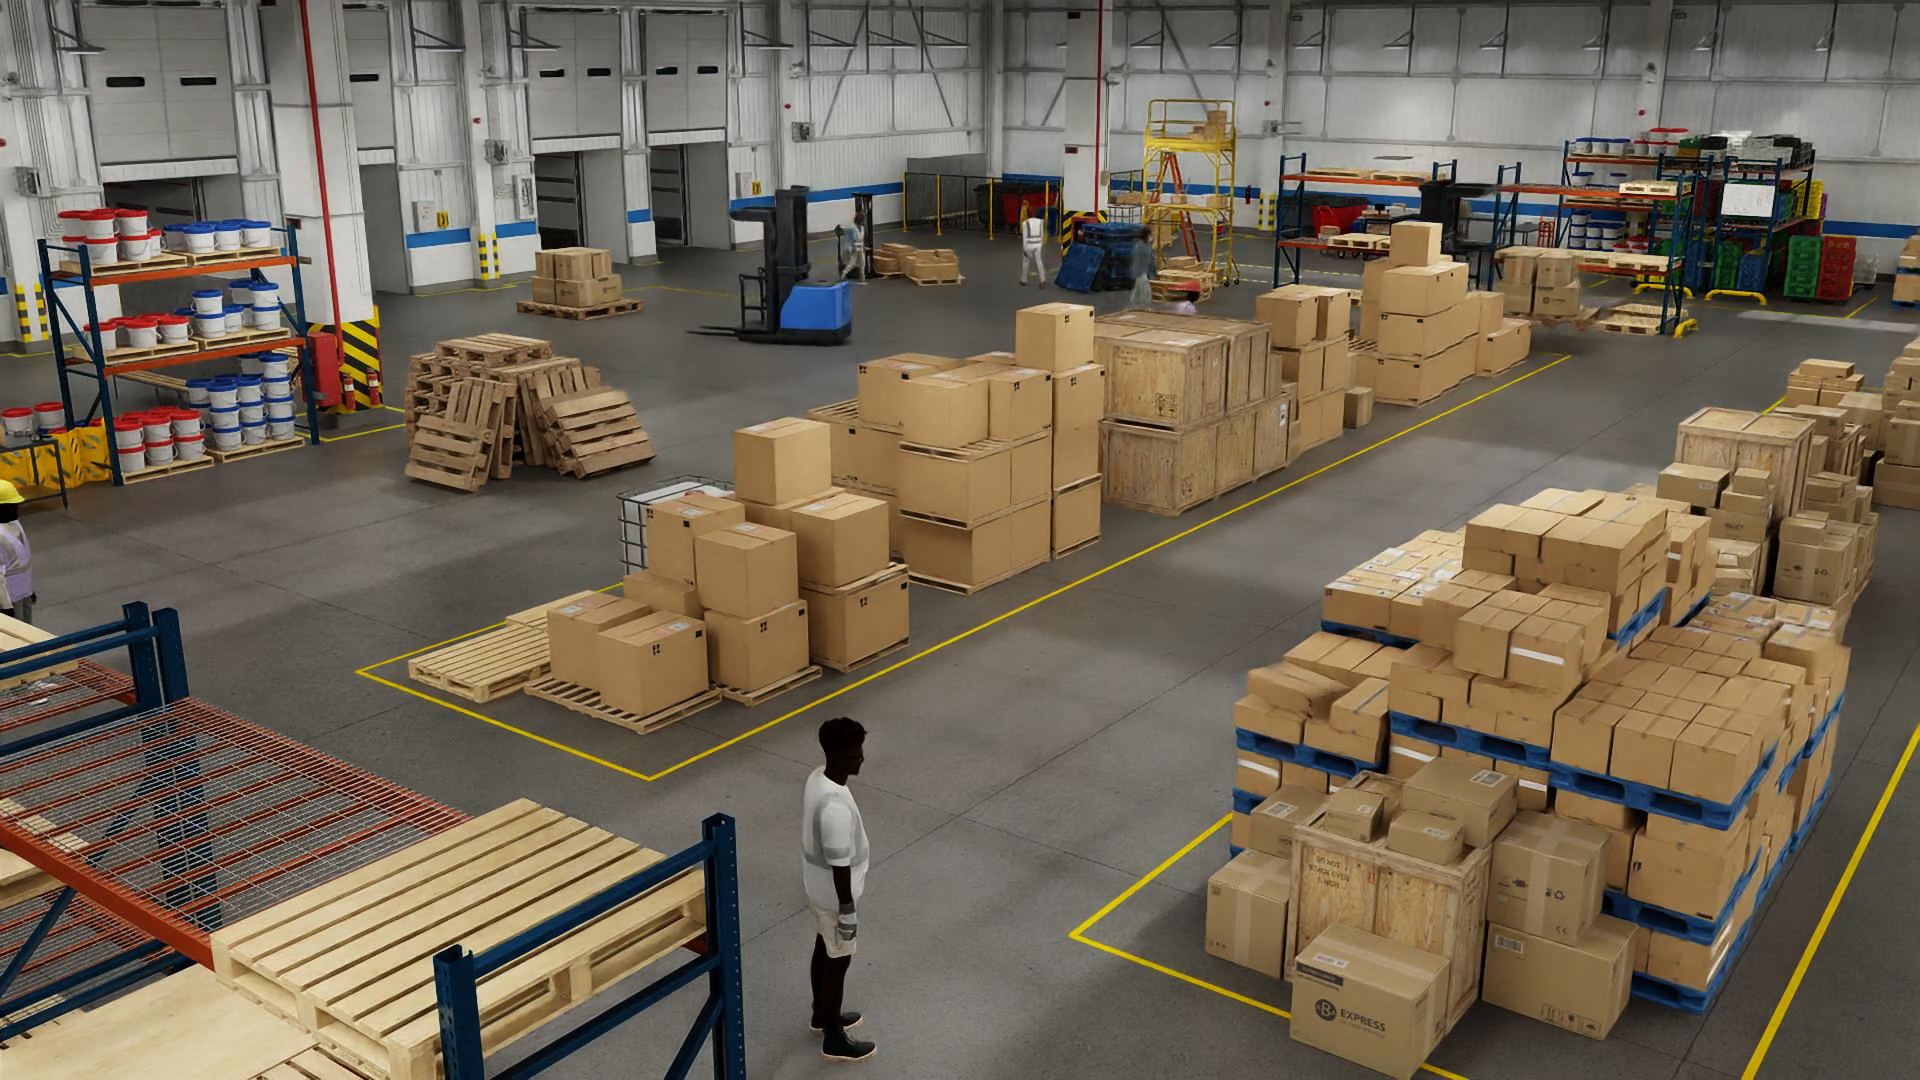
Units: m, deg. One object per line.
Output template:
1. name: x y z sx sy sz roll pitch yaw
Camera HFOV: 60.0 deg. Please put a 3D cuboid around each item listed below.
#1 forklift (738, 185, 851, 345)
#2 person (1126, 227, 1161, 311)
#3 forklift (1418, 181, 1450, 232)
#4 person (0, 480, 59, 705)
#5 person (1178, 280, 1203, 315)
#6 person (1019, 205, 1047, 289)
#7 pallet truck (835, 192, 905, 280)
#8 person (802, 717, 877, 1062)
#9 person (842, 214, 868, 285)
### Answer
1. forklift: -3.048 -5.083 30.605 1.873 2.768 1.129 4 17 14
2. person: 3.671 -5.186 32.640 0.991 1.884 0.633 7 18 21
3. forklift: 8.889 -5.363 31.534 1.873 2.768 1.129 9 19 29
4. person: -7.931 0.430 13.971 0.366 1.926 0.594 -3 17 -11
5. person: 3.562 -3.015 25.416 0.814 1.899 0.568 -3 17 -10
6. person: 1.657 -6.570 37.305 0.568 1.848 0.964 -7 18 -23
7. pallet truck: -1.936 -7.159 38.982 1.885 1.965 0.823 -12 21 -34
8. person: -0.670 1.886 9.086 0.364 1.962 0.613 -5 17 -15
9. person: -2.387 -6.608 37.794 0.578 1.616 0.511 14 21 38
